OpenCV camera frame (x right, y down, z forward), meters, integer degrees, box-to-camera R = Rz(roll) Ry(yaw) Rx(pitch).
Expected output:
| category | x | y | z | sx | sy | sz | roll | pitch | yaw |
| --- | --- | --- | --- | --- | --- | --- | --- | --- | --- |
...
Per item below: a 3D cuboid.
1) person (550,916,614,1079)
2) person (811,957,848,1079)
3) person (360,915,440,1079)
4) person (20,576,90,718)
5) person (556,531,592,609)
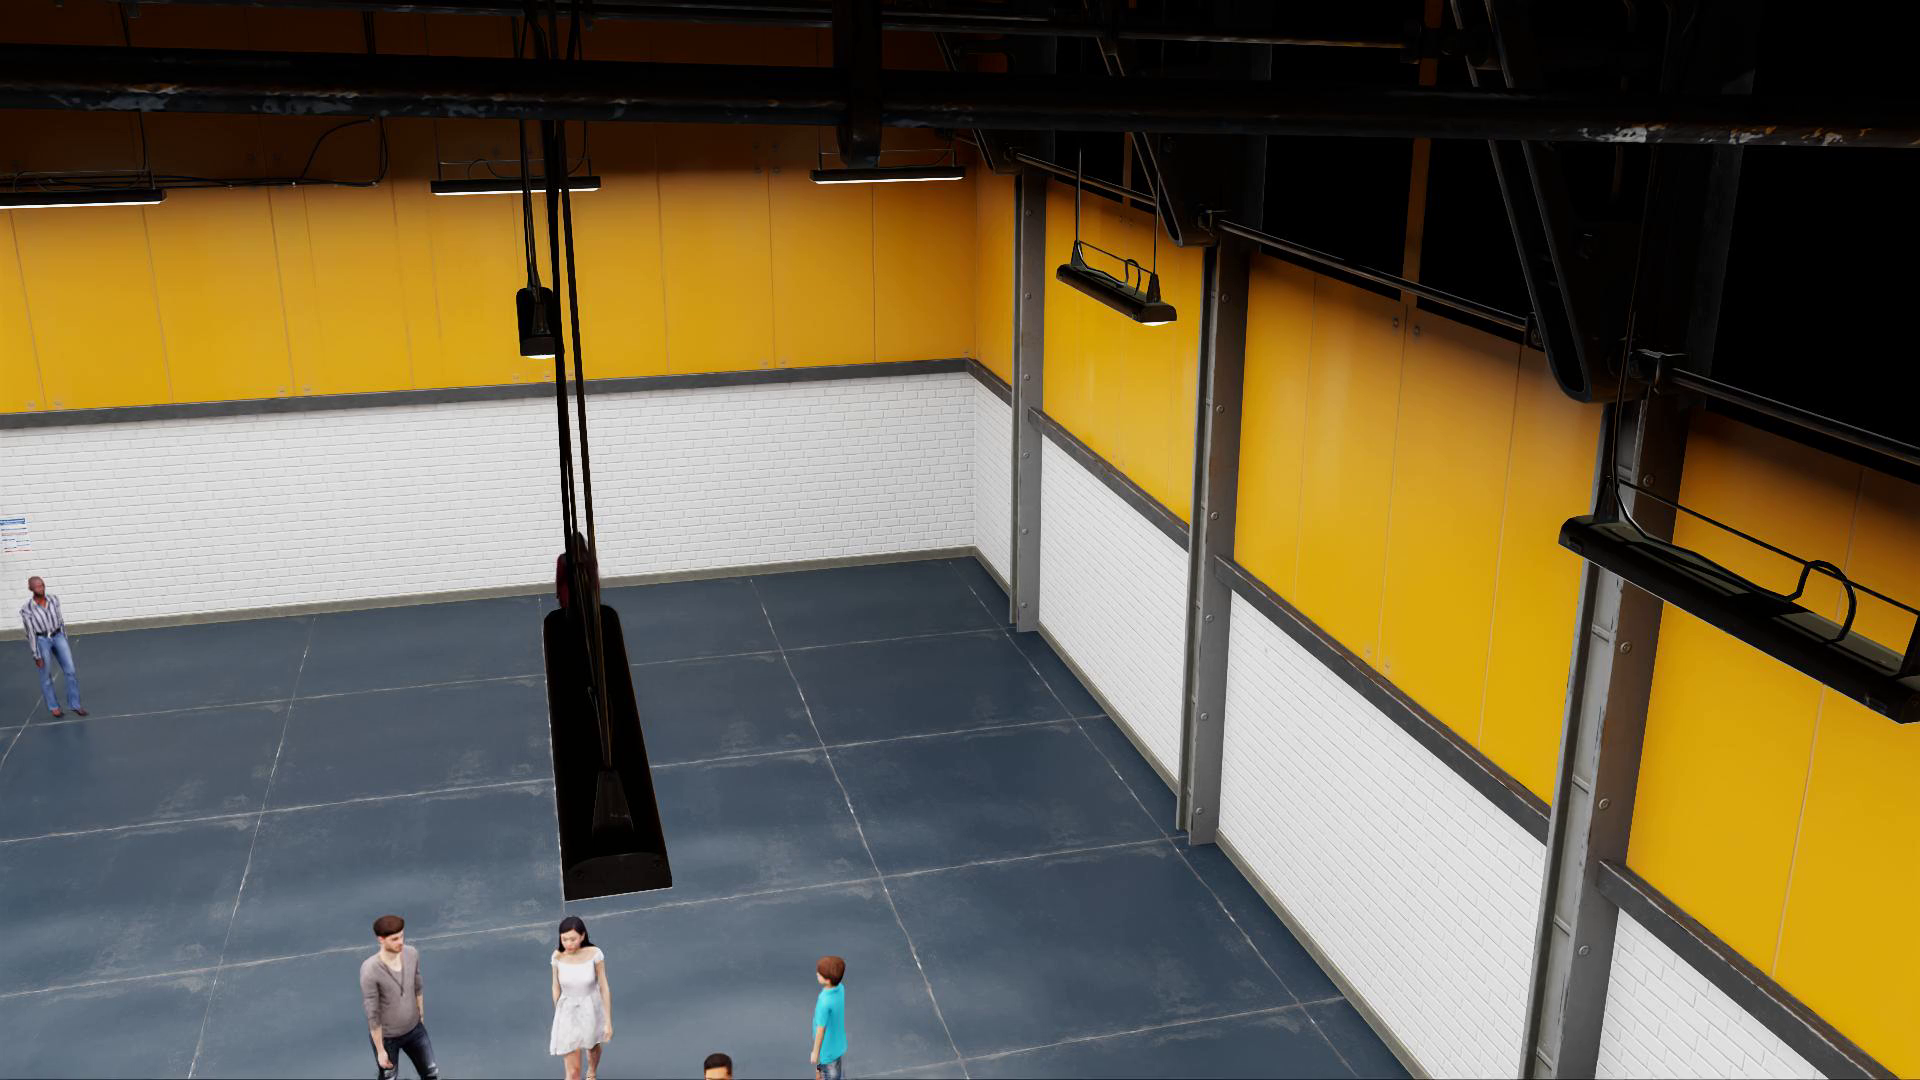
| category | x | y | z | sx | sy | sz | roll | pitch | yaw |
| --- | --- | --- | --- | --- | --- | --- | --- | --- | --- |
| person | -2.837 | 3.596 | 12.582 | 0.736 | 1.724 | 1.206 | -2 | 19 | -7 |
| person | -0.911 | 3.792 | 12.464 | 0.843 | 1.429 | 0.930 | 4 | 19 | 12 |
| person | -4.237 | 3.606 | 12.315 | 1.140 | 1.876 | 1.023 | 15 | 24 | 38 |
| person | -10.725 | 1.250 | 19.468 | 0.976 | 1.776 | 0.915 | 11 | 21 | 29 |
| person | -4.809 | 0.759 | 21.015 | 0.888 | 1.720 | 1.171 | -12 | 22 | -32 |
